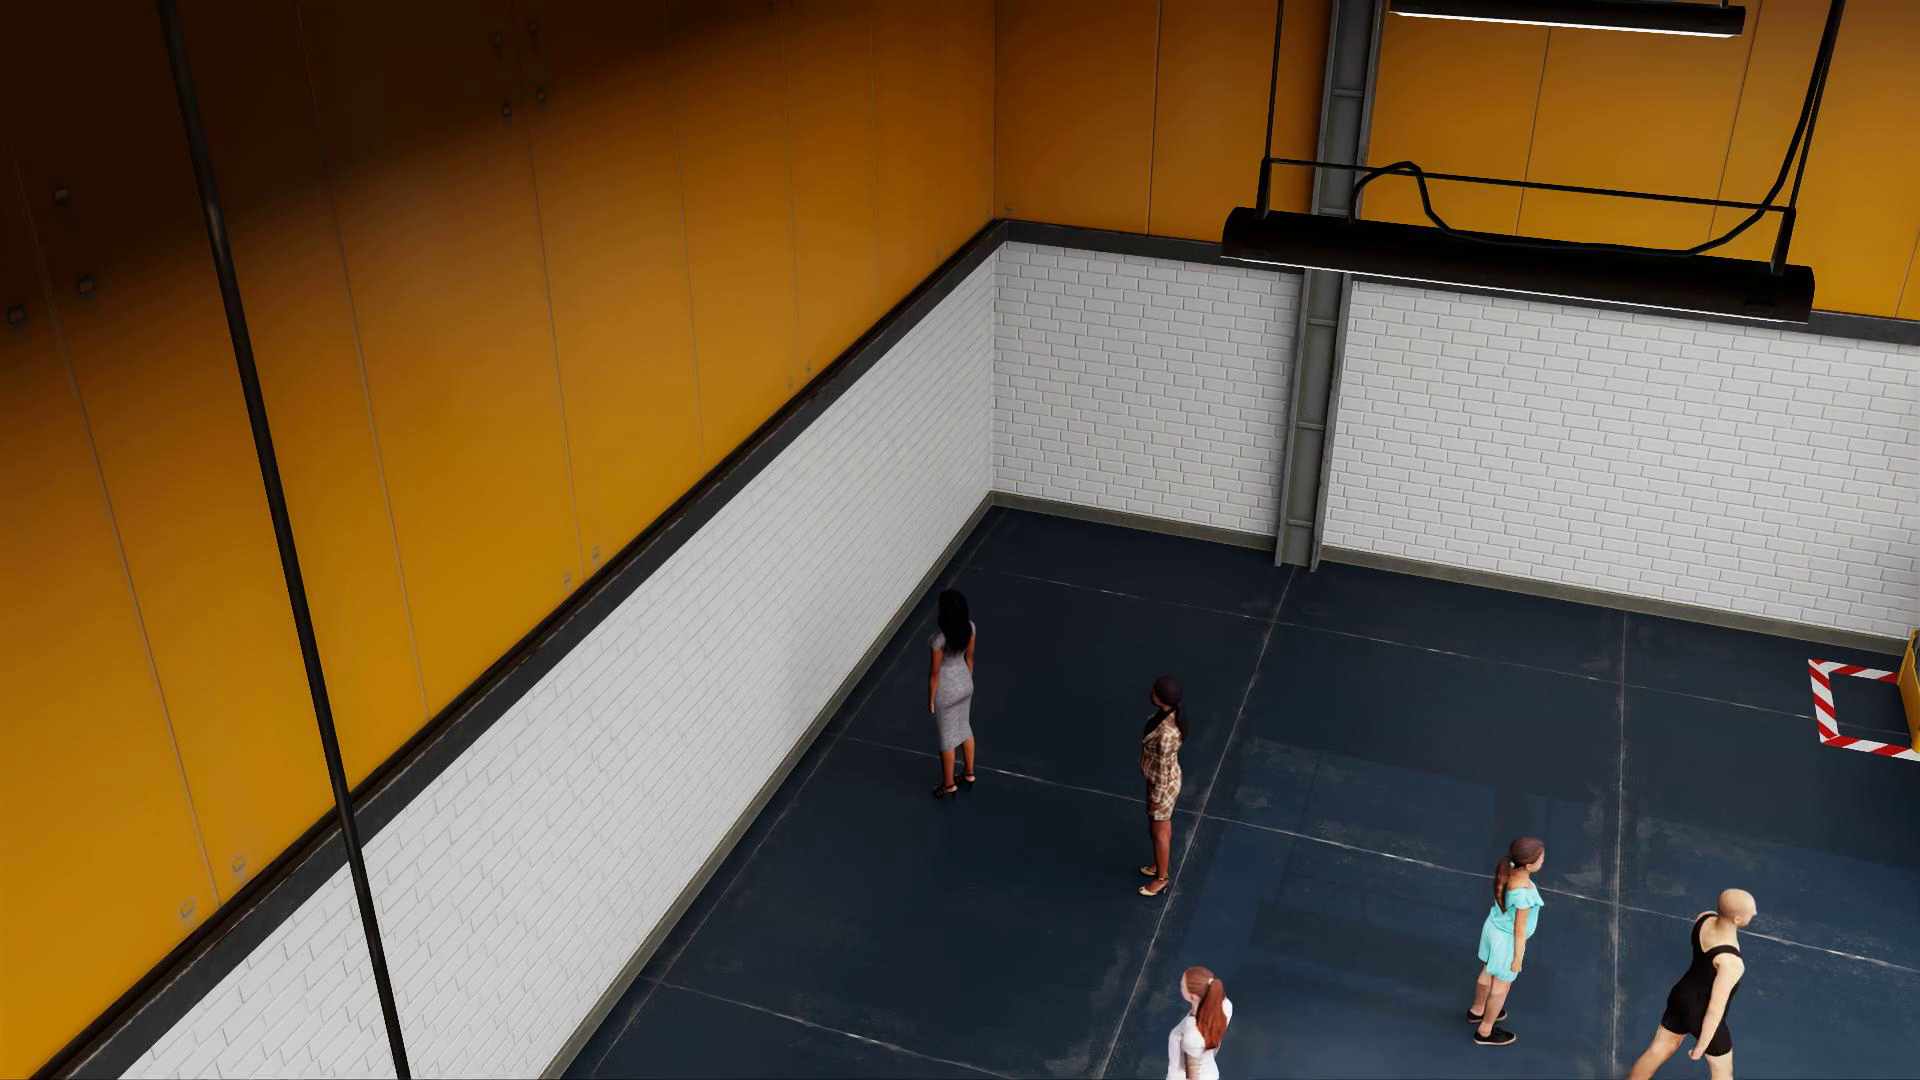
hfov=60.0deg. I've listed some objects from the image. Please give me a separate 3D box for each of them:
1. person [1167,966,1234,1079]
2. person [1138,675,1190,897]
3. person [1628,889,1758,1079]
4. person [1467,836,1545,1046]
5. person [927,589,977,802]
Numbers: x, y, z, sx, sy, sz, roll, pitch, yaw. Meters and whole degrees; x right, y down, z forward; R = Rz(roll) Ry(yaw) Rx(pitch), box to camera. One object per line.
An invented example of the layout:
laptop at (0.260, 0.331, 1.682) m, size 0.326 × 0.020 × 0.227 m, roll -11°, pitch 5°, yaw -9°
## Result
person at (1.378, 3.058, 9.112) m, size 1.164 × 1.709 × 0.861 m, roll 25°, pitch 37°, yaw 38°
person at (1.397, 1.701, 11.515) m, size 0.585 × 1.791 × 0.613 m, roll 6°, pitch 29°, yaw 11°
person at (4.176, 2.743, 9.629) m, size 1.206 × 1.768 × 0.963 m, roll -3°, pitch 29°, yaw -5°
person at (3.393, 2.469, 10.350) m, size 0.640 × 1.558 × 0.621 m, roll -3°, pitch 29°, yaw -5°
person at (-0.049, 1.164, 12.512) m, size 0.660 × 1.778 × 0.671 m, roll -25°, pitch 37°, yaw -37°
